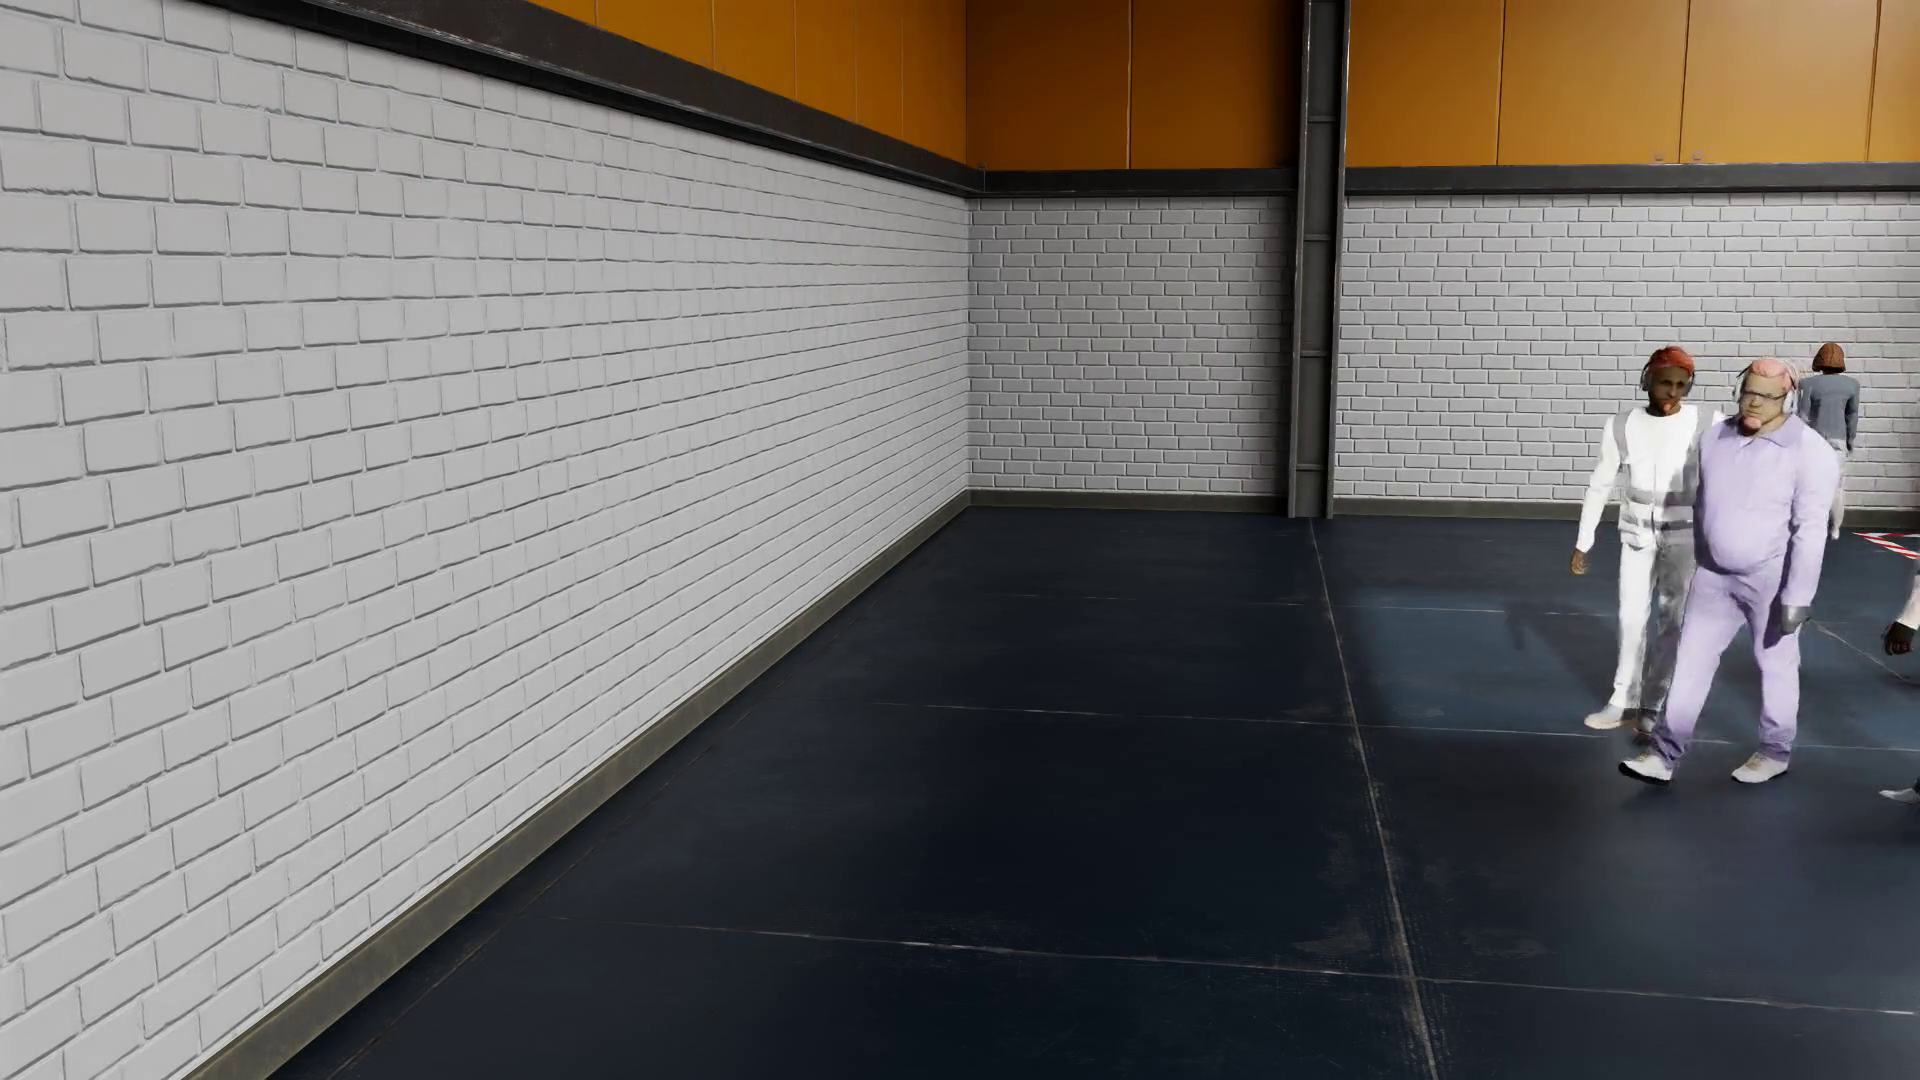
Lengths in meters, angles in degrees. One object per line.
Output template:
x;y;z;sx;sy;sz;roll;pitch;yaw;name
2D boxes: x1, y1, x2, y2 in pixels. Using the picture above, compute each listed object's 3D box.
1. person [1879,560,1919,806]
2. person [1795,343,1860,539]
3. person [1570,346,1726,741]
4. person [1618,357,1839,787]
3.989;0.225;6.610;0.624;1.920;0.629;-7;11;-37;person
7.159;-0.812;13.784;0.506;1.633;0.279;1;9;4;person
3.238;0.026;7.845;0.689;1.866;0.501;8;12;42;person
3.266;0.170;6.991;0.980;1.855;0.666;-5;11;-30;person
